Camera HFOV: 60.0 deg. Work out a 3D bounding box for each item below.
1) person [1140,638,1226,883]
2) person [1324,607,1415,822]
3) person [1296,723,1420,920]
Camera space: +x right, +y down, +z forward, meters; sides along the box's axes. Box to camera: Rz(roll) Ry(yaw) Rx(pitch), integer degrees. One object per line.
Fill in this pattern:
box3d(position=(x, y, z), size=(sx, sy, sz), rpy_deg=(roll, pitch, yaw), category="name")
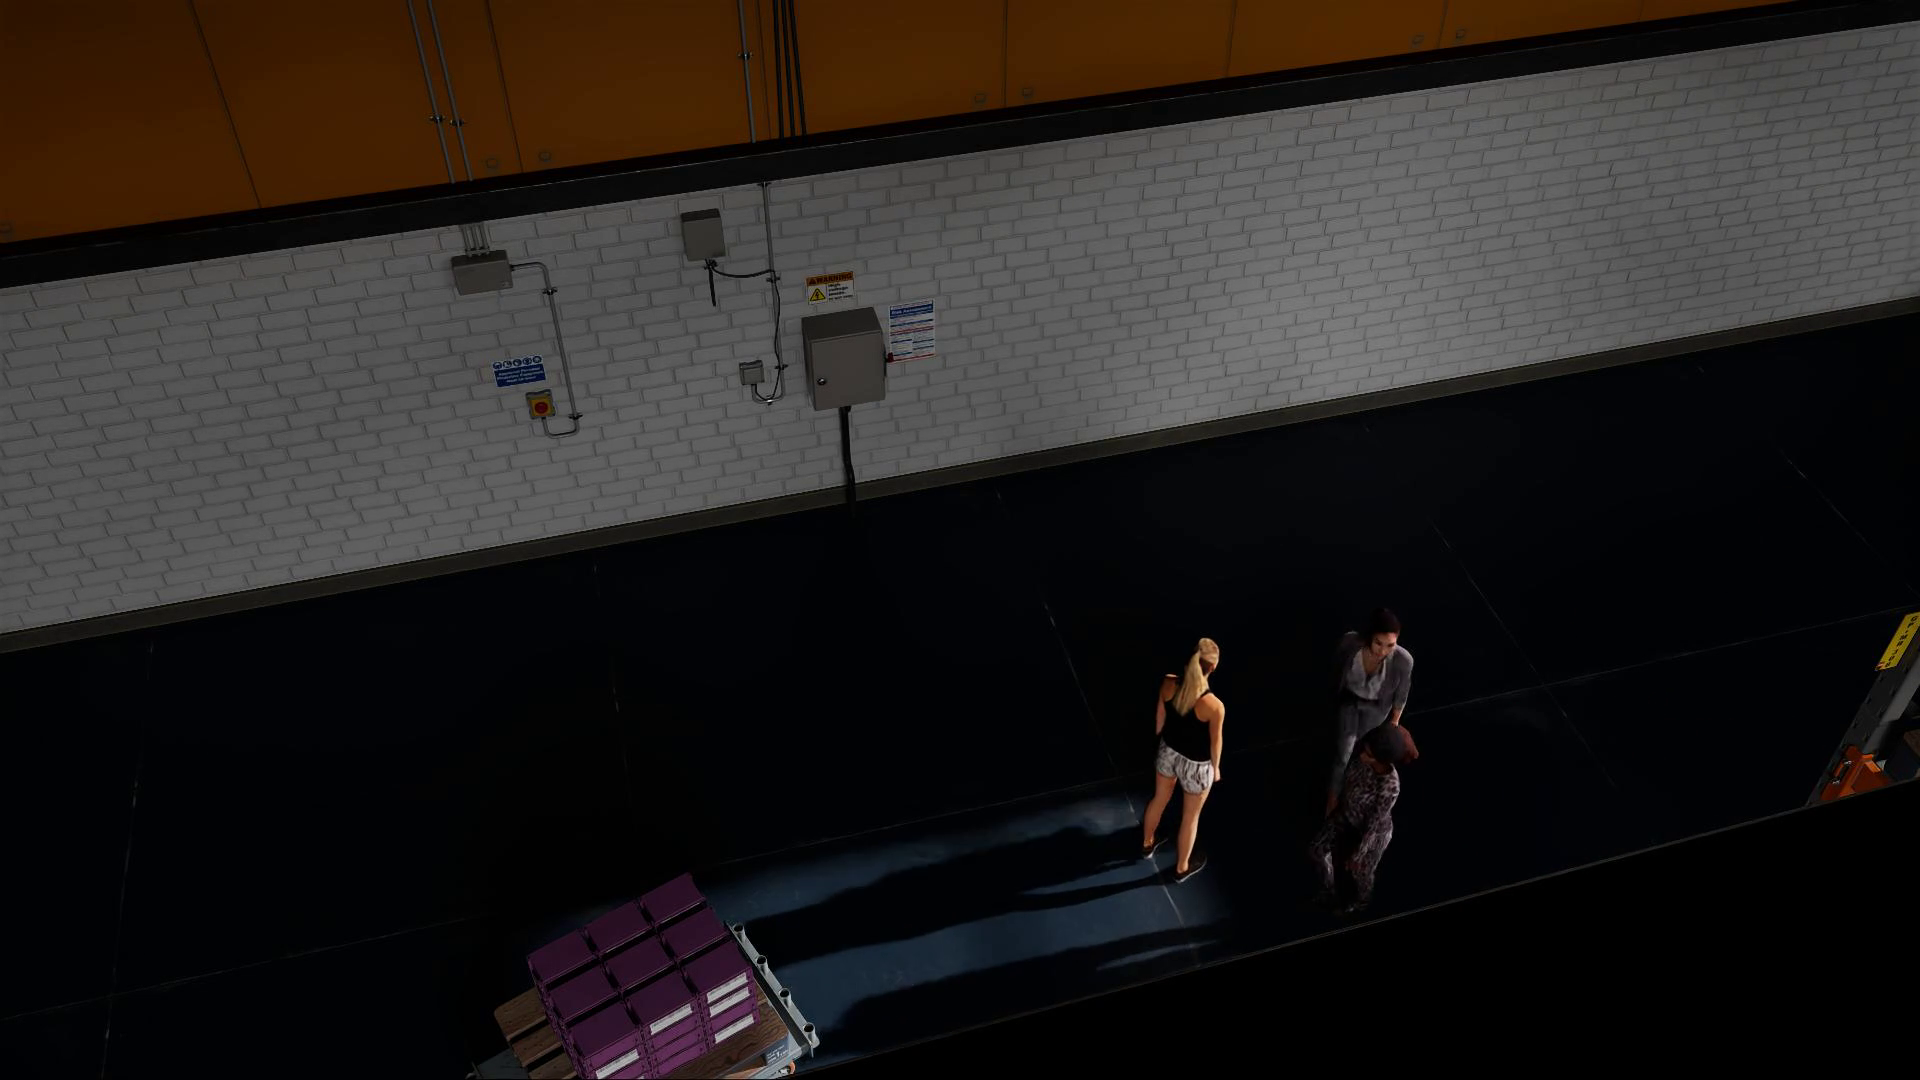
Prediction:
box3d(position=(1.274, 1.239, 9.452), size=(0.634, 1.841, 0.731), rpy_deg=(33, 53, 30), category="person")
box3d(position=(2.406, 0.931, 9.926), size=(1.024, 1.632, 1.156), rpy_deg=(19, 47, 19), category="person")
box3d(position=(2.312, 1.581, 9.195), size=(0.683, 1.700, 0.627), rpy_deg=(-5, 44, -5), category="person")
